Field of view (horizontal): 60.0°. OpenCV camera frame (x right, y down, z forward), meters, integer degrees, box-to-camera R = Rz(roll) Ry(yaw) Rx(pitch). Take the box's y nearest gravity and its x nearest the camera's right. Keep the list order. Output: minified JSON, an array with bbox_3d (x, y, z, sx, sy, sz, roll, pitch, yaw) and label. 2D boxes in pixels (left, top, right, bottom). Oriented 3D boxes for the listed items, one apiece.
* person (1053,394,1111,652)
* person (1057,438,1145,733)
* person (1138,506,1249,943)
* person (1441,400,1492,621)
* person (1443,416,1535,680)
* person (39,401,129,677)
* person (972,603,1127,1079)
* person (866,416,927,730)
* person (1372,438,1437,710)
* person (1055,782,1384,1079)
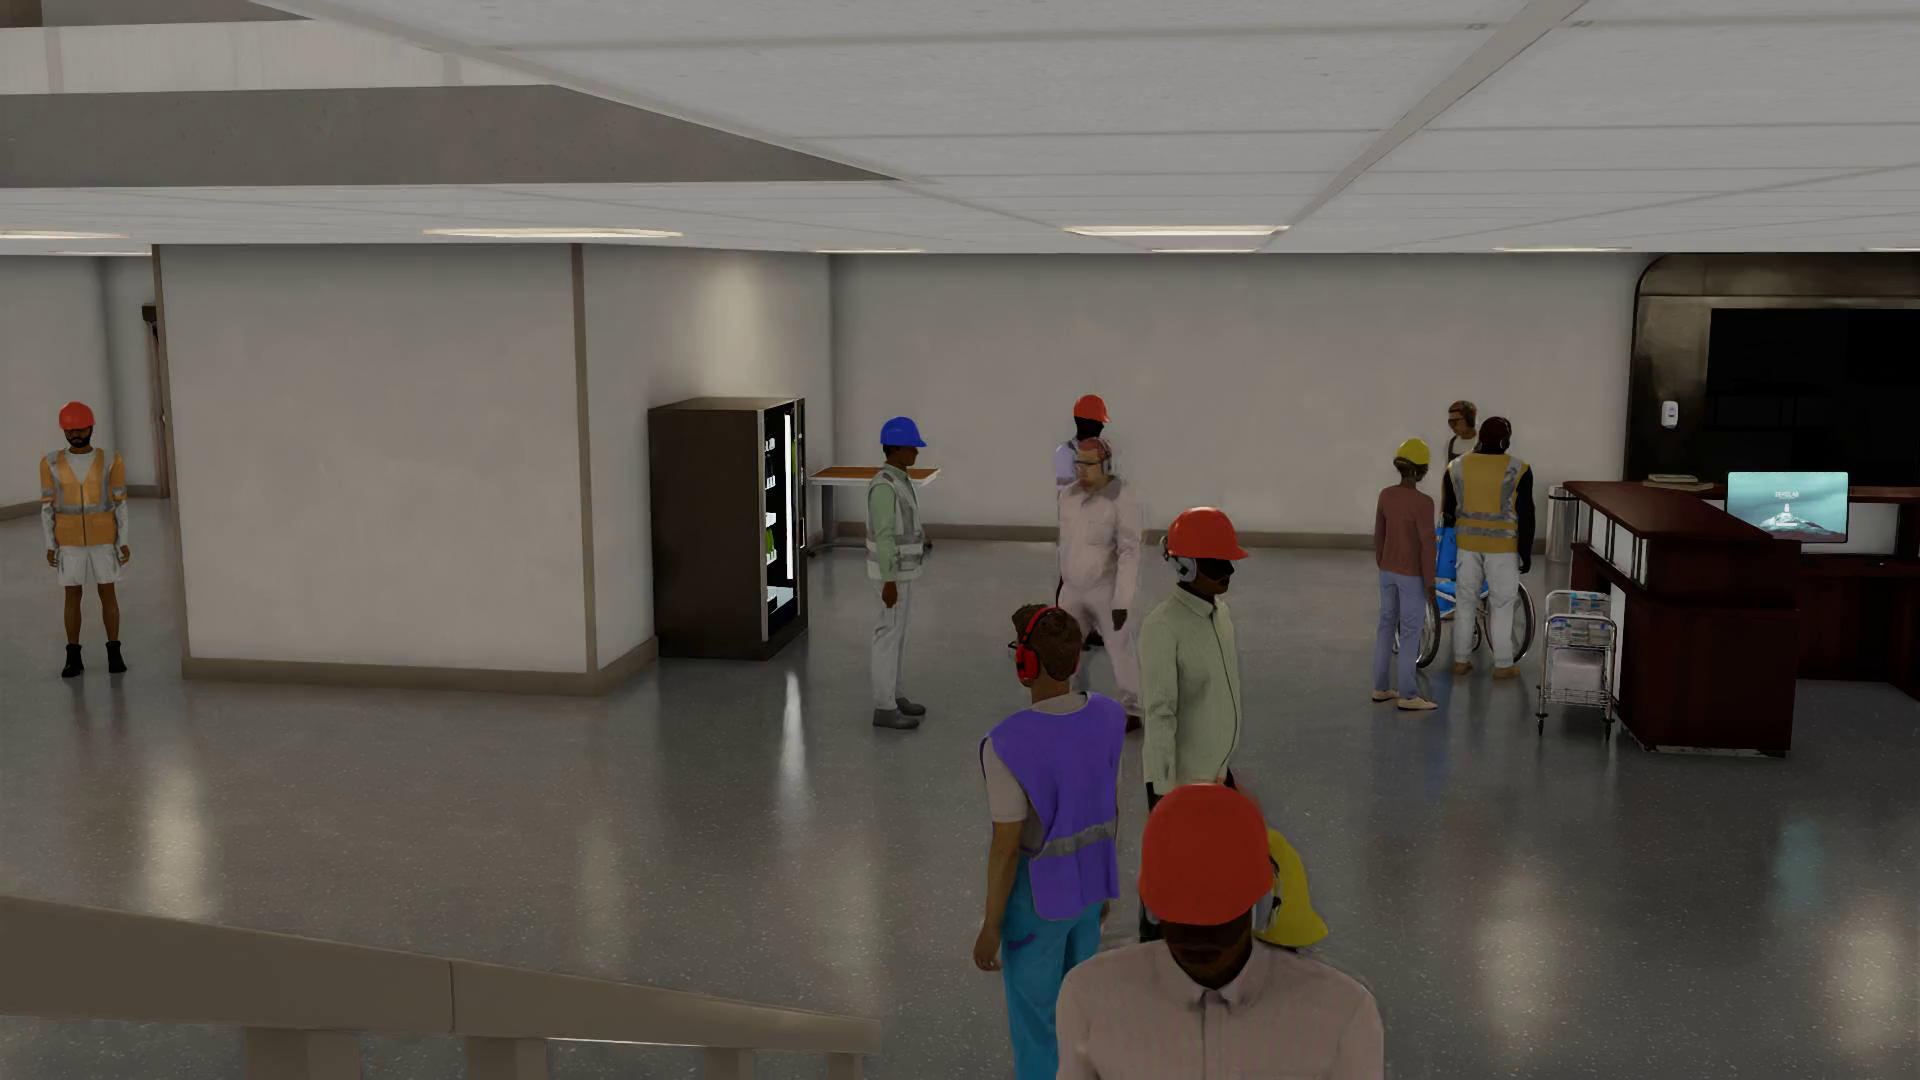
[{"bbox_3d":[0.936,-0.128,12.486,0.390,1.929,0.545,7,12,39],"label":"person"},{"bbox_3d":[0.782,0.311,10.009,0.662,1.848,0.977,8,12,42],"label":"person"},{"bbox_3d":[0.869,0.864,6.171,0.385,1.990,0.608,5,11,29],"label":"person"},{"bbox_3d":[4.148,-0.228,13.442,0.503,1.815,0.549,-6,11,-33],"label":"person"},{"bbox_3d":[3.700,0.053,11.635,0.634,1.841,0.429,6,11,35],"label":"person"},{"bbox_3d":[-6.147,-0.009,11.710,0.543,1.939,0.359,-4,10,-24],"label":"person"},{"bbox_3d":[0.283,1.111,5.097,0.390,1.846,0.564,9,13,44],"label":"person"},{"bbox_3d":[-0.394,0.195,10.420,0.396,1.946,0.617,1,9,8],"label":"person"},{"bbox_3d":[2.916,0.221,10.829,0.313,1.768,0.533,-4,10,-24],"label":"person"},{"bbox_3d":[0.454,1.401,2.948,0.616,1.958,0.875,1,9,7],"label":"person"}]
